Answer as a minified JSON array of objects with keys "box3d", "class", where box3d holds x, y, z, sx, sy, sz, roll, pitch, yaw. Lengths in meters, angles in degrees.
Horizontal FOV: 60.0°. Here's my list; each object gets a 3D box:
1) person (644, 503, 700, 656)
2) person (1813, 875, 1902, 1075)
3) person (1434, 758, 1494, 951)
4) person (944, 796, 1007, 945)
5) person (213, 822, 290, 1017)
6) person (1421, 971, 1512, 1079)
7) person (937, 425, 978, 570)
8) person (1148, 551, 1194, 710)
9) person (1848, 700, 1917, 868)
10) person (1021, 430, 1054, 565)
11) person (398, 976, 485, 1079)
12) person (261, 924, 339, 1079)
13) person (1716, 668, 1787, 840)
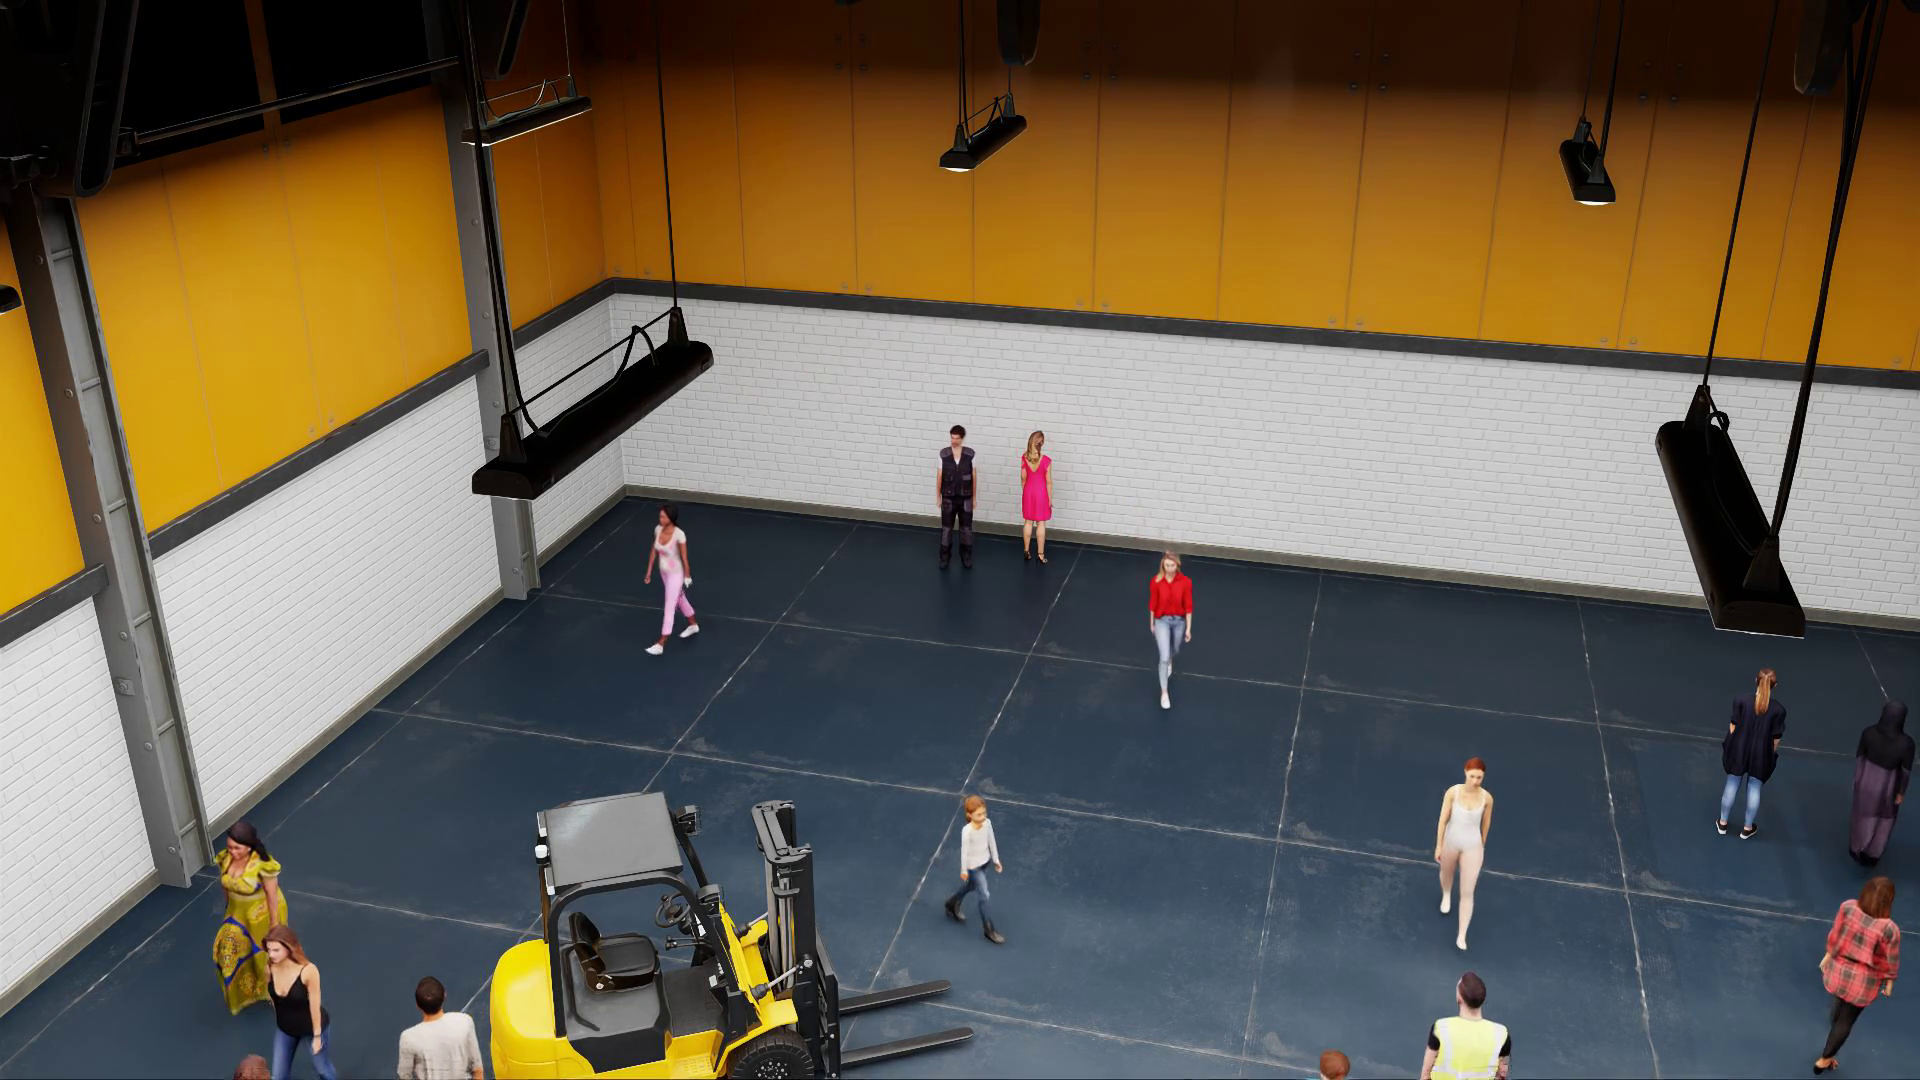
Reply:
[{"box3d":[-3.127,0.380,18.449,0.905,1.697,1.210,18,29,35],"class":"person"},{"box3d":[6.433,3.179,12.057,0.875,1.687,0.815,-13,27,-28],"class":"person"},{"box3d":[4.131,2.489,13.751,0.580,1.596,1.060,7,25,16],"class":"person"},{"box3d":[0.097,2.661,13.734,0.761,1.295,0.890,17,29,34],"class":"person"},{"box3d":[-5.413,2.842,12.881,0.749,1.645,0.880,4,24,10],"class":"person"},{"box3d":[3.241,3.658,10.787,0.781,1.828,0.826,2,24,5],"class":"person"},{"box3d":[-0.036,-0.540,20.366,0.713,1.848,0.682,-1,24,-3],"class":"person"},{"box3d":[2.200,0.857,17.398,0.805,1.666,1.178,0,24,0],"class":"person"},{"box3d":[7.992,2.143,14.528,0.793,1.607,0.933,20,30,38],"class":"person"},{"box3d":[0.930,-0.535,20.504,0.626,1.728,0.617,13,27,27],"class":"person"},{"box3d":[-3.315,3.671,10.815,1.122,1.781,1.137,-16,28,-32],"class":"person"},{"box3d":[-4.552,3.356,11.628,0.603,1.708,0.671,3,24,8],"class":"person"},{"box3d":[7.115,1.907,14.972,0.692,1.684,0.653,14,27,28],"class":"person"}]
